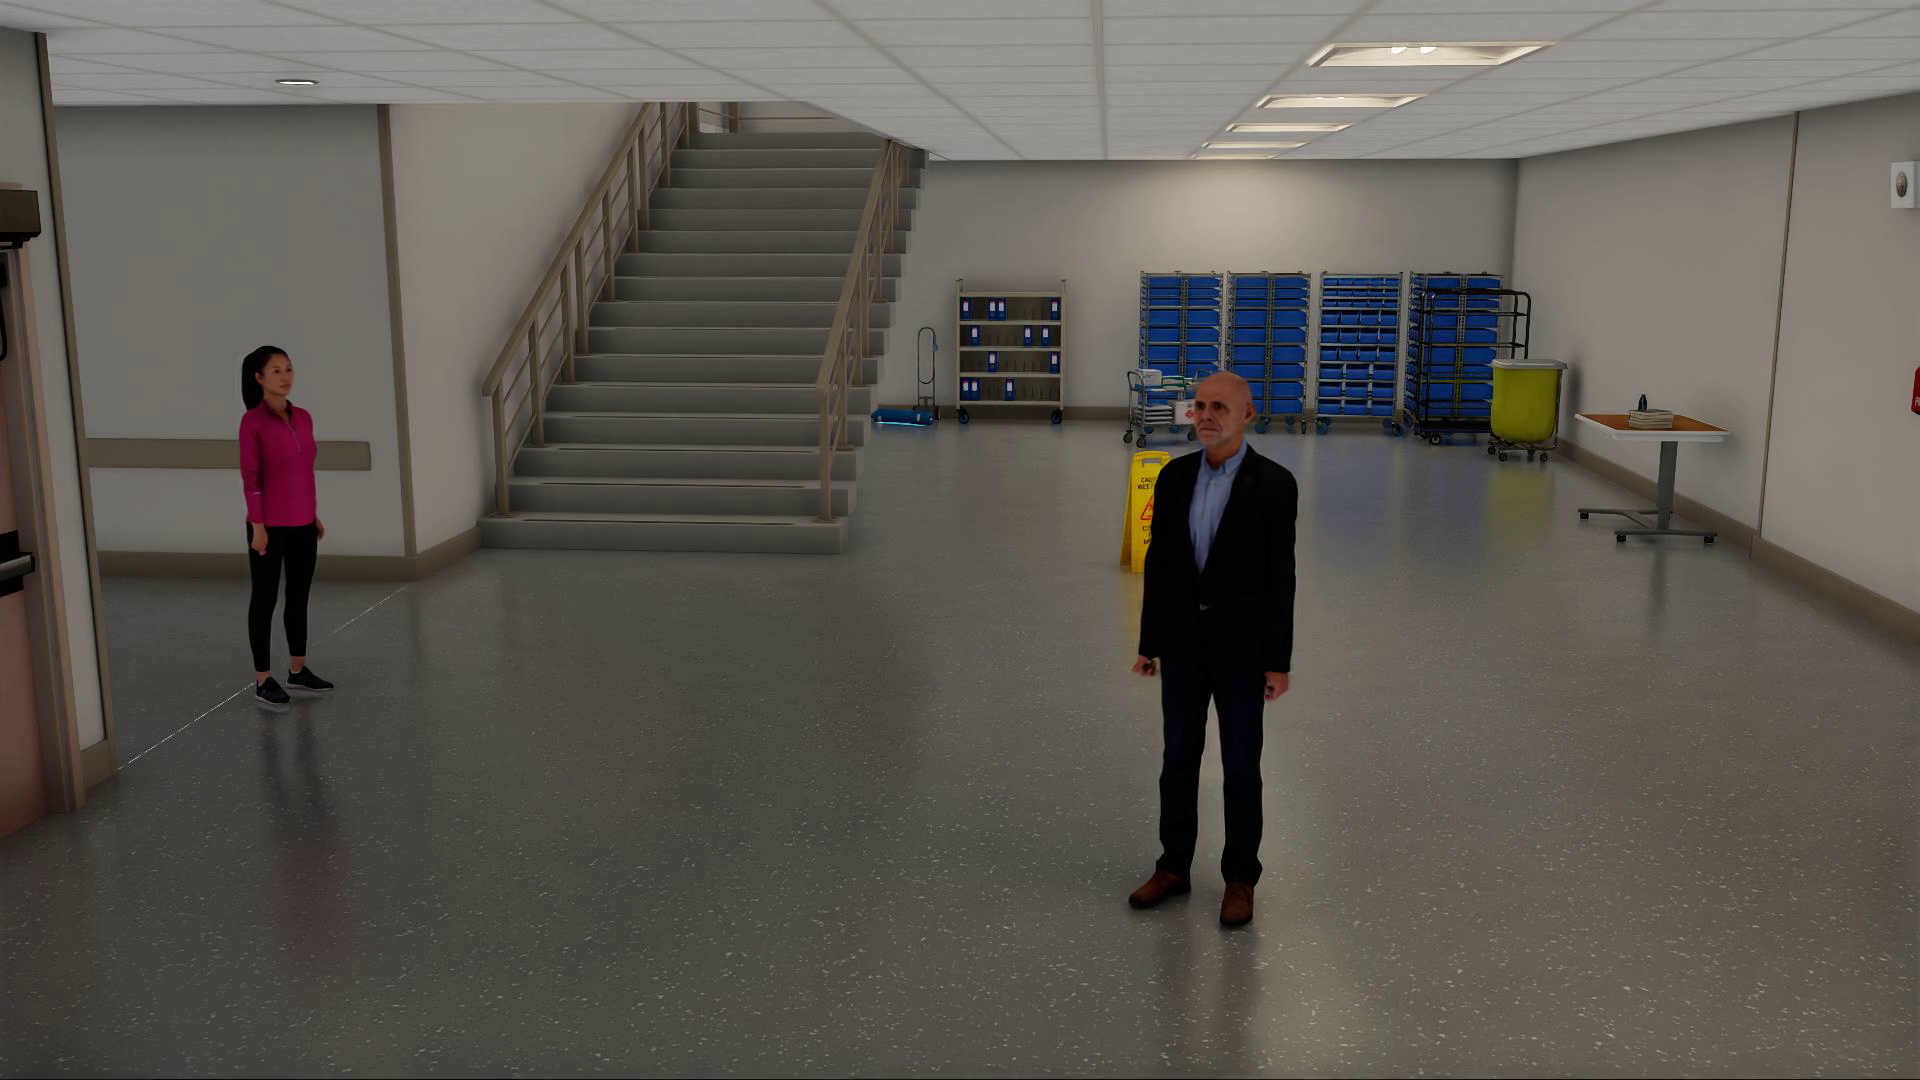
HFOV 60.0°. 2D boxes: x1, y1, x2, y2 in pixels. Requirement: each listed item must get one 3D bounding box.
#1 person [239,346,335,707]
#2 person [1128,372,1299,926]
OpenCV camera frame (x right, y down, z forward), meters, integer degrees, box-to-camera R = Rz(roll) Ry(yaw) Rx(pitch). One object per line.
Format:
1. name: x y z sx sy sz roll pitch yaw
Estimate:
1. person: -3.267 -0.082 7.989 0.718 1.698 0.611 5 12 25
2. person: 0.843 0.341 5.486 0.769 1.800 0.743 6 12 30
